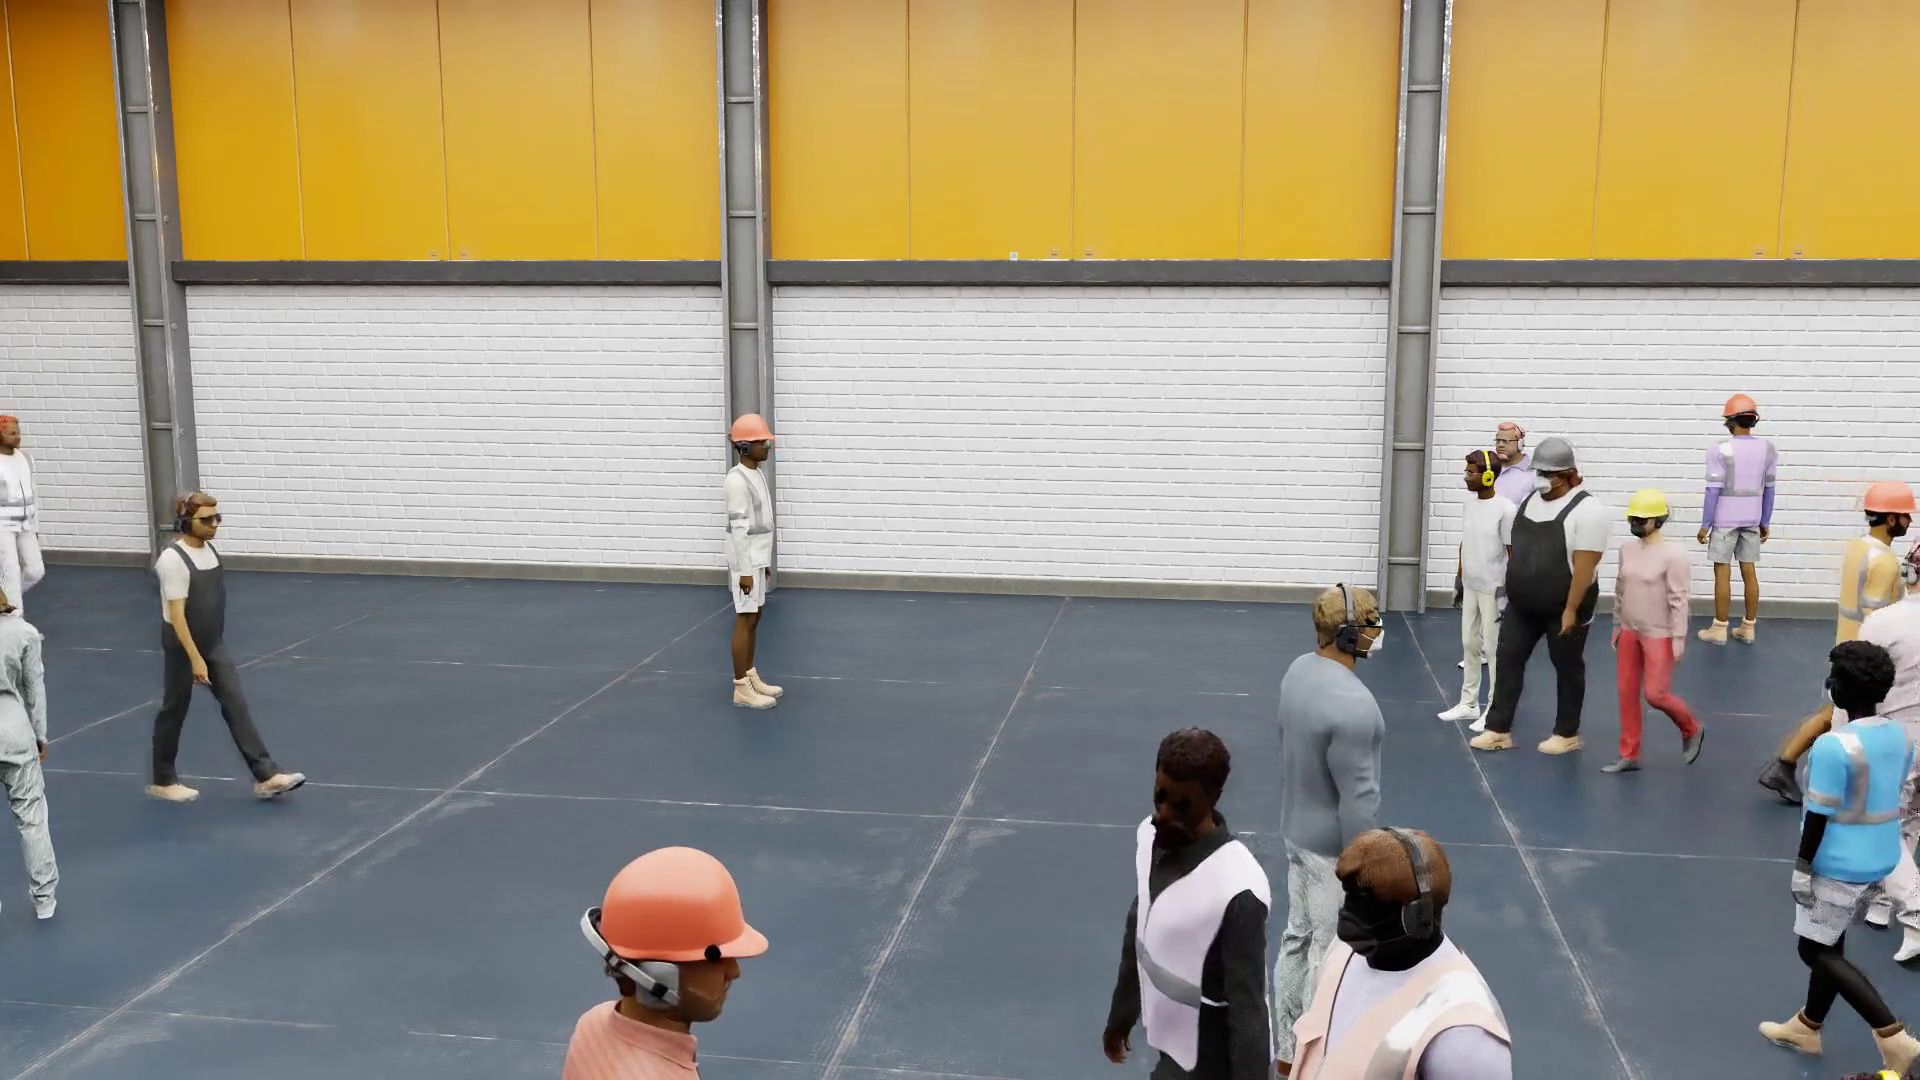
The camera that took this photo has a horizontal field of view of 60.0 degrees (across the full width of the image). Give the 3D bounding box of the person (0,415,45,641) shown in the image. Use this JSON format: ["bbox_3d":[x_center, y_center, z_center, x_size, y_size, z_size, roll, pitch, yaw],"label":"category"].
[{"bbox_3d":[-7.796,-0.092,13.579,0.527,1.870,0.574,3,10,16],"label":"person"}]

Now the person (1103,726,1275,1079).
[{"bbox_3d":[0.661,1.383,4.578,1.033,1.854,0.651,-2,9,-11],"label":"person"}]

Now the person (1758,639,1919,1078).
[{"bbox_3d":[3.351,1.207,6.180,0.546,1.675,0.685,-6,11,-32],"label":"person"}]

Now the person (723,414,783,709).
[{"bbox_3d":[-1.443,0.141,11.605,0.367,2.048,0.607,1,9,4],"label":"person"}]

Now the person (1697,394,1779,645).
[{"bbox_3d":[6.287,-0.166,13.520,0.615,2.039,0.392,-1,9,-9],"label":"person"}]

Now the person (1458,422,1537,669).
[{"bbox_3d":[4.089,0.062,12.526,0.639,1.909,0.409,9,13,43],"label":"person"}]

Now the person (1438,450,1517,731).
[{"bbox_3d":[3.453,0.331,11.002,0.315,1.864,0.526,-4,10,-22],"label":"person"}]

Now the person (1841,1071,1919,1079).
[{"bbox_3d":[1.529,1.702,2.601,0.556,1.846,0.560,8,12,39],"label":"person"}]

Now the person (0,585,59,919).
[{"bbox_3d":[-4.474,0.933,7.668,0.488,1.740,0.318,-8,12,-42],"label":"person"}]

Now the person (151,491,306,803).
[{"bbox_3d":[-4.225,0.625,9.374,0.962,1.794,0.509,2,9,13],"label":"person"}]

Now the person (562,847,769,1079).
[{"bbox_3d":[-0.550,1.542,3.134,0.396,1.990,0.621,-4,10,-25],"label":"person"}]

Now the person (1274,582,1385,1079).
[{"bbox_3d":[1.344,1.105,5.994,0.364,1.939,0.636,-2,9,-10],"label":"person"}]

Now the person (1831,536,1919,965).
[{"bbox_3d":[4.205,0.909,7.374,0.650,1.878,0.831,-1,9,-9],"label":"person"}]

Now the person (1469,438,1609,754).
[{"bbox_3d":[3.586,0.356,10.303,0.847,2.000,0.685,-5,11,-30],"label":"person"}]

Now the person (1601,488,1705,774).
[{"bbox_3d":[4.178,0.552,9.987,0.557,1.749,0.551,-4,10,-22],"label":"person"}]

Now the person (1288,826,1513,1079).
[{"bbox_3d":[0.932,1.525,3.709,0.429,1.841,0.633,-2,9,-13],"label":"person"}]

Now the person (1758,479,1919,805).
[{"bbox_3d":[4.995,0.599,9.255,0.913,1.907,0.549,1,9,8],"label":"person"}]
